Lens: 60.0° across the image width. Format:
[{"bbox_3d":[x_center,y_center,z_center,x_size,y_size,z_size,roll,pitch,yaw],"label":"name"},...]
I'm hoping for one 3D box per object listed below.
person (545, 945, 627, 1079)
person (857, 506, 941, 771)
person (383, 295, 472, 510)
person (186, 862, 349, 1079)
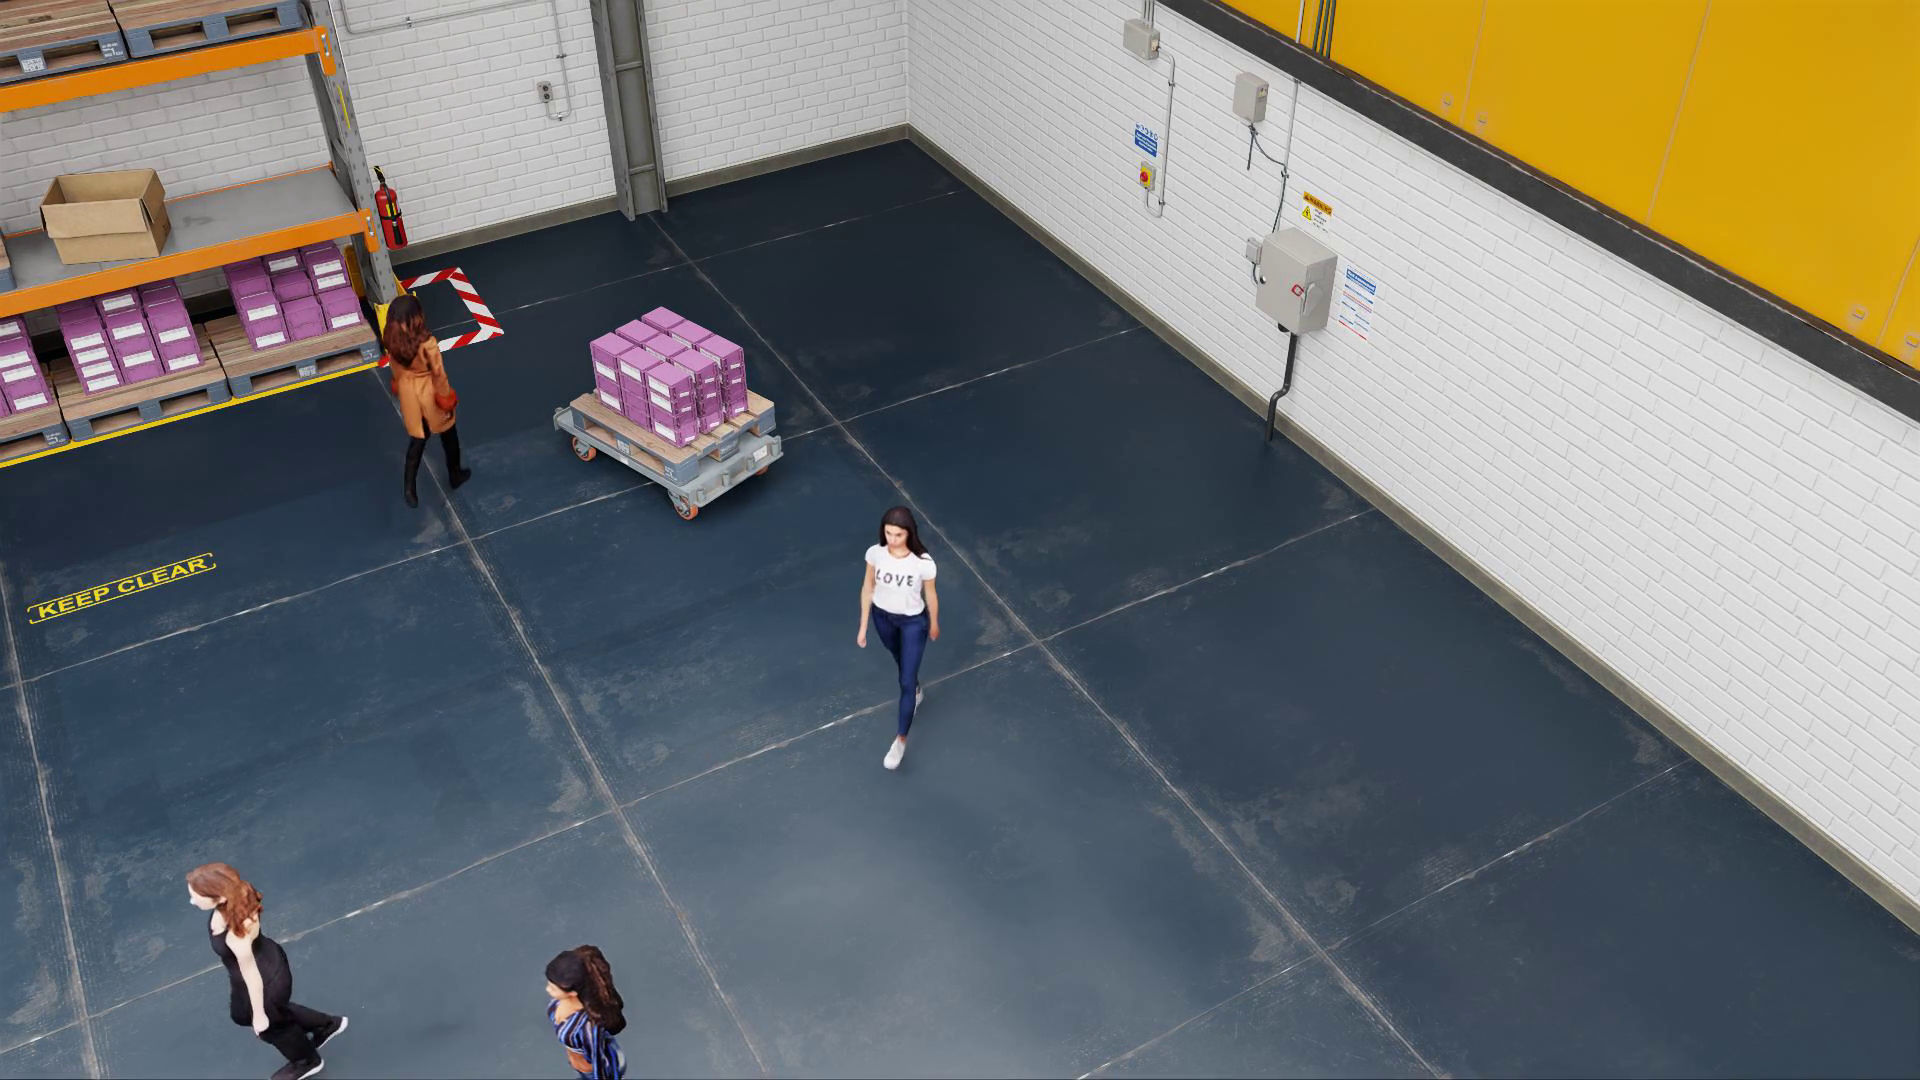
[{"bbox_3d":[-1.696,2.432,7.741,0.538,1.616,0.595,-18,42,-22],"label":"person"},{"bbox_3d":[-0.330,0.449,10.123,0.960,1.742,1.078,15,41,18],"label":"person"},{"bbox_3d":[-3.882,-0.960,11.917,1.046,1.705,1.096,9,39,11],"label":"person"},{"bbox_3d":[-3.294,2.091,8.082,0.718,1.723,0.613,-19,42,-22],"label":"person"}]
